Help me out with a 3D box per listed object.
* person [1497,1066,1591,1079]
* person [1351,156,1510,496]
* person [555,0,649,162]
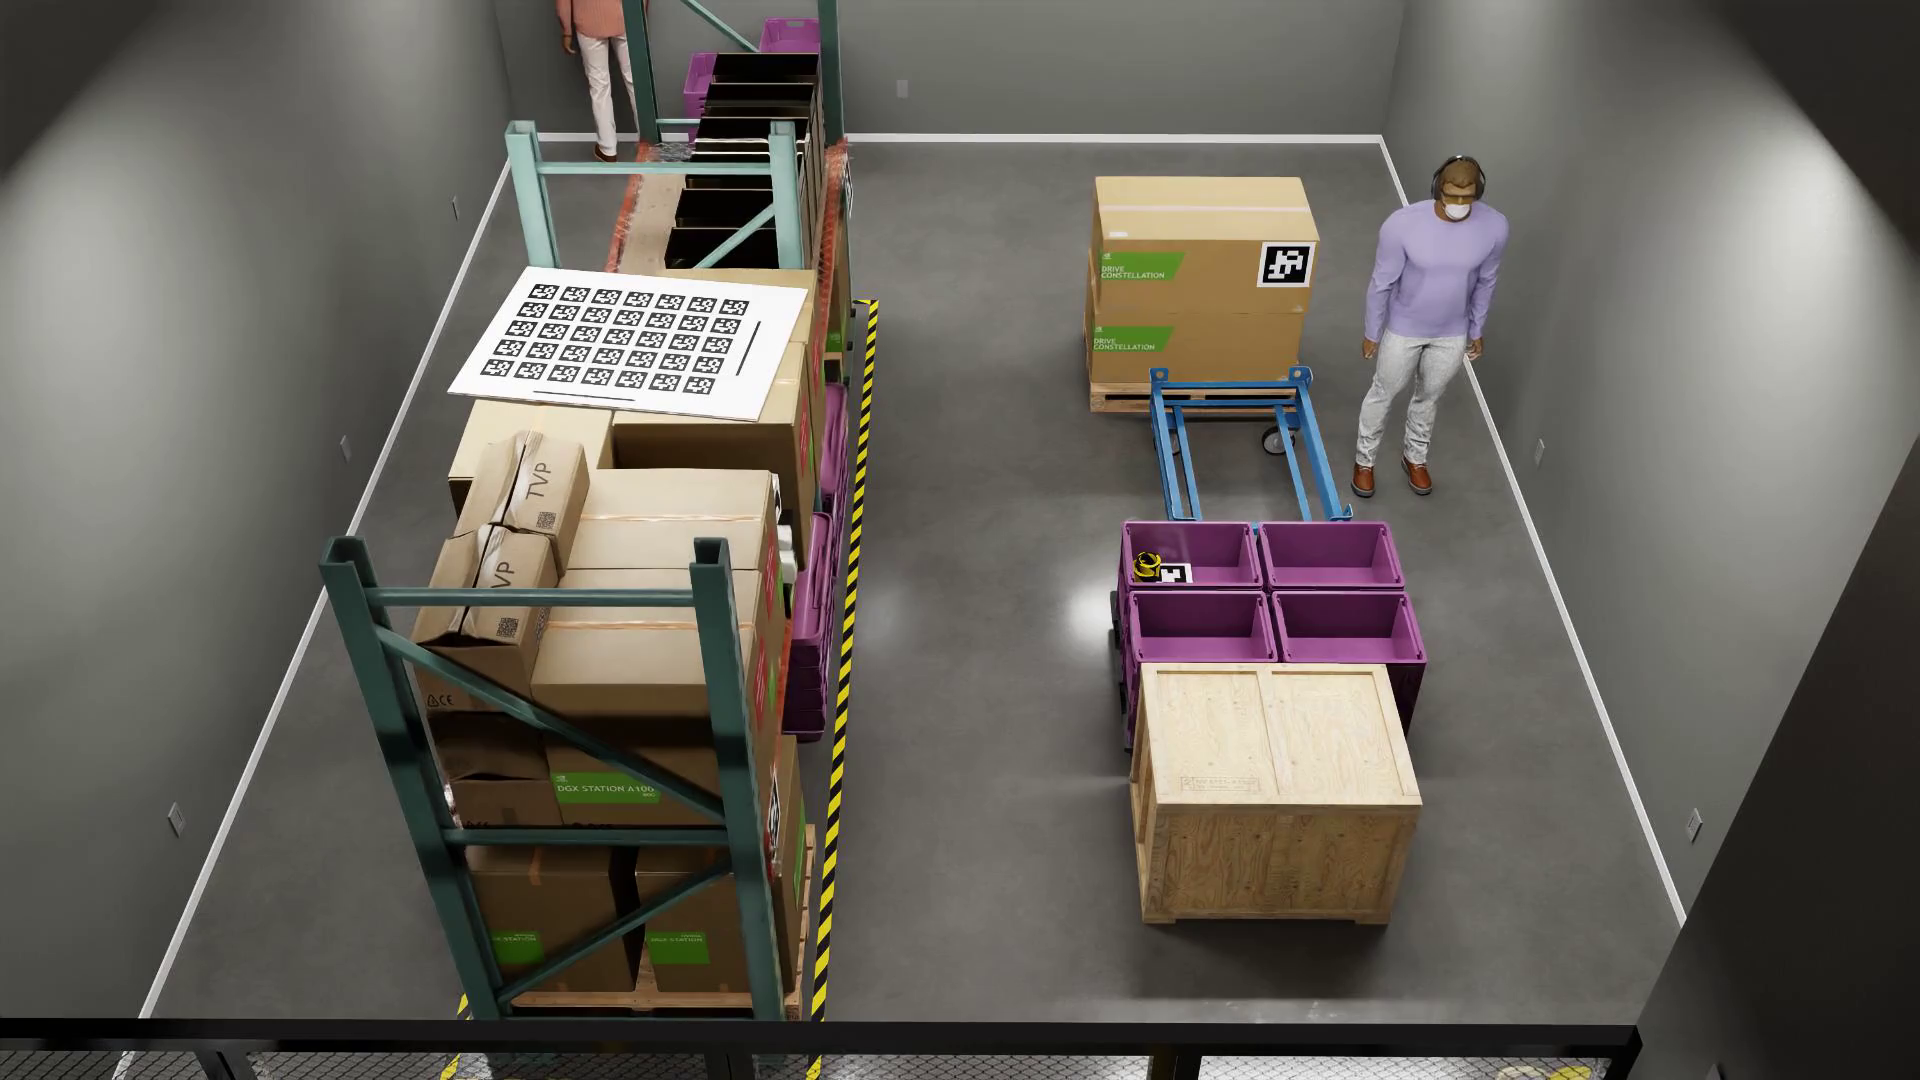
[{"bbox_3d":[1.614,2.070,4.832,0.404,1.830,0.603,5,41,6],"label":"person"},{"bbox_3d":[2.324,-1.055,8.316,0.635,1.937,0.354,-1,41,-2],"label":"person"},{"bbox_3d":[-2.350,-3.426,10.978,0.612,1.996,0.389,-14,43,-16],"label":"person"}]
